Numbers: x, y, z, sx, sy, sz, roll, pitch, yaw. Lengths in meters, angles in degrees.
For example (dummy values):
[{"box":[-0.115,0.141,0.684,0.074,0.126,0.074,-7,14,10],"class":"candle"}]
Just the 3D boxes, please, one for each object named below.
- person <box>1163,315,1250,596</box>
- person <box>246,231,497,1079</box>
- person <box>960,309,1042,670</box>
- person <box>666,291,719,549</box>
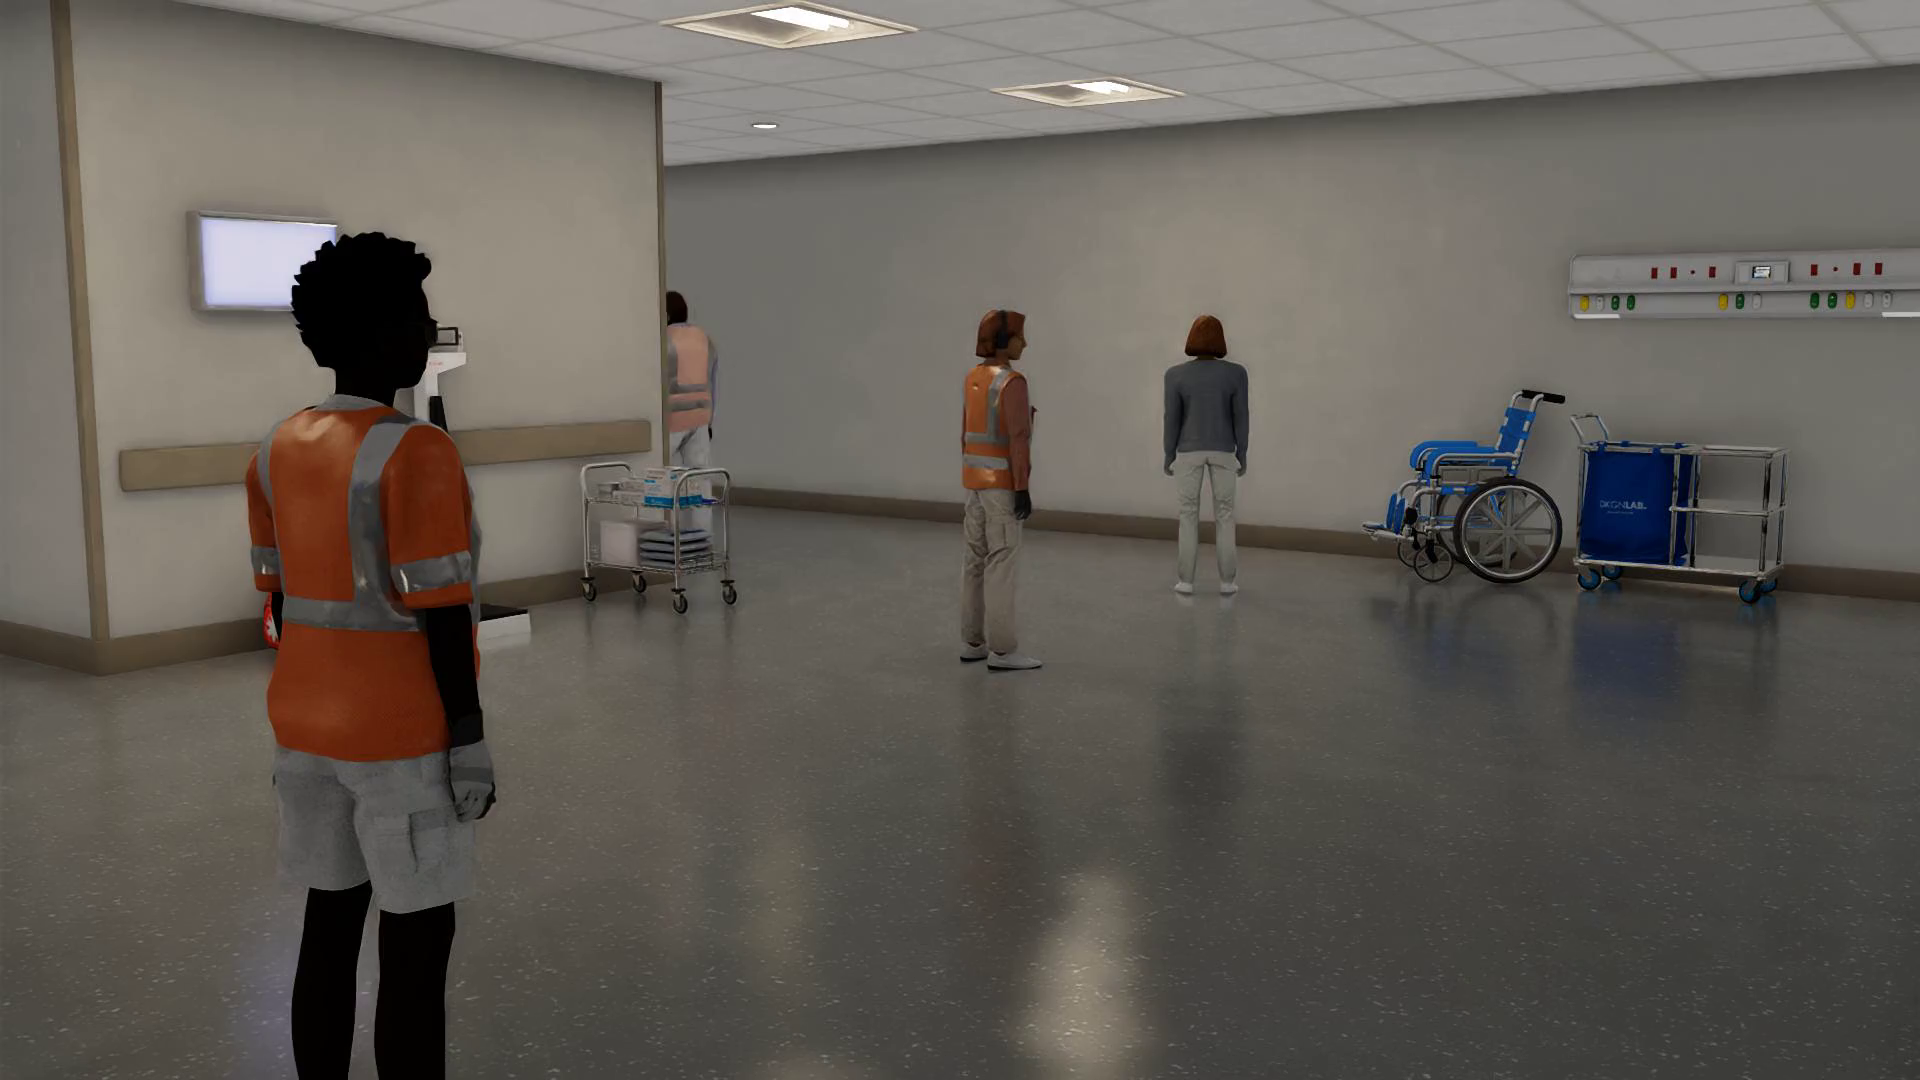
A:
[{"box":[1.429,-0.486,9.682,0.498,1.634,0.278,1,7,6],"class":"person"},{"box":[-0.991,0.331,2.855,0.531,1.697,0.320,5,9,36],"class":"person"},{"box":[0.168,-0.229,7.604,0.313,1.636,0.517,-4,8,-27],"class":"person"},{"box":[-1.991,-0.801,11.495,0.710,1.812,0.665,6,10,42],"class":"person"}]
